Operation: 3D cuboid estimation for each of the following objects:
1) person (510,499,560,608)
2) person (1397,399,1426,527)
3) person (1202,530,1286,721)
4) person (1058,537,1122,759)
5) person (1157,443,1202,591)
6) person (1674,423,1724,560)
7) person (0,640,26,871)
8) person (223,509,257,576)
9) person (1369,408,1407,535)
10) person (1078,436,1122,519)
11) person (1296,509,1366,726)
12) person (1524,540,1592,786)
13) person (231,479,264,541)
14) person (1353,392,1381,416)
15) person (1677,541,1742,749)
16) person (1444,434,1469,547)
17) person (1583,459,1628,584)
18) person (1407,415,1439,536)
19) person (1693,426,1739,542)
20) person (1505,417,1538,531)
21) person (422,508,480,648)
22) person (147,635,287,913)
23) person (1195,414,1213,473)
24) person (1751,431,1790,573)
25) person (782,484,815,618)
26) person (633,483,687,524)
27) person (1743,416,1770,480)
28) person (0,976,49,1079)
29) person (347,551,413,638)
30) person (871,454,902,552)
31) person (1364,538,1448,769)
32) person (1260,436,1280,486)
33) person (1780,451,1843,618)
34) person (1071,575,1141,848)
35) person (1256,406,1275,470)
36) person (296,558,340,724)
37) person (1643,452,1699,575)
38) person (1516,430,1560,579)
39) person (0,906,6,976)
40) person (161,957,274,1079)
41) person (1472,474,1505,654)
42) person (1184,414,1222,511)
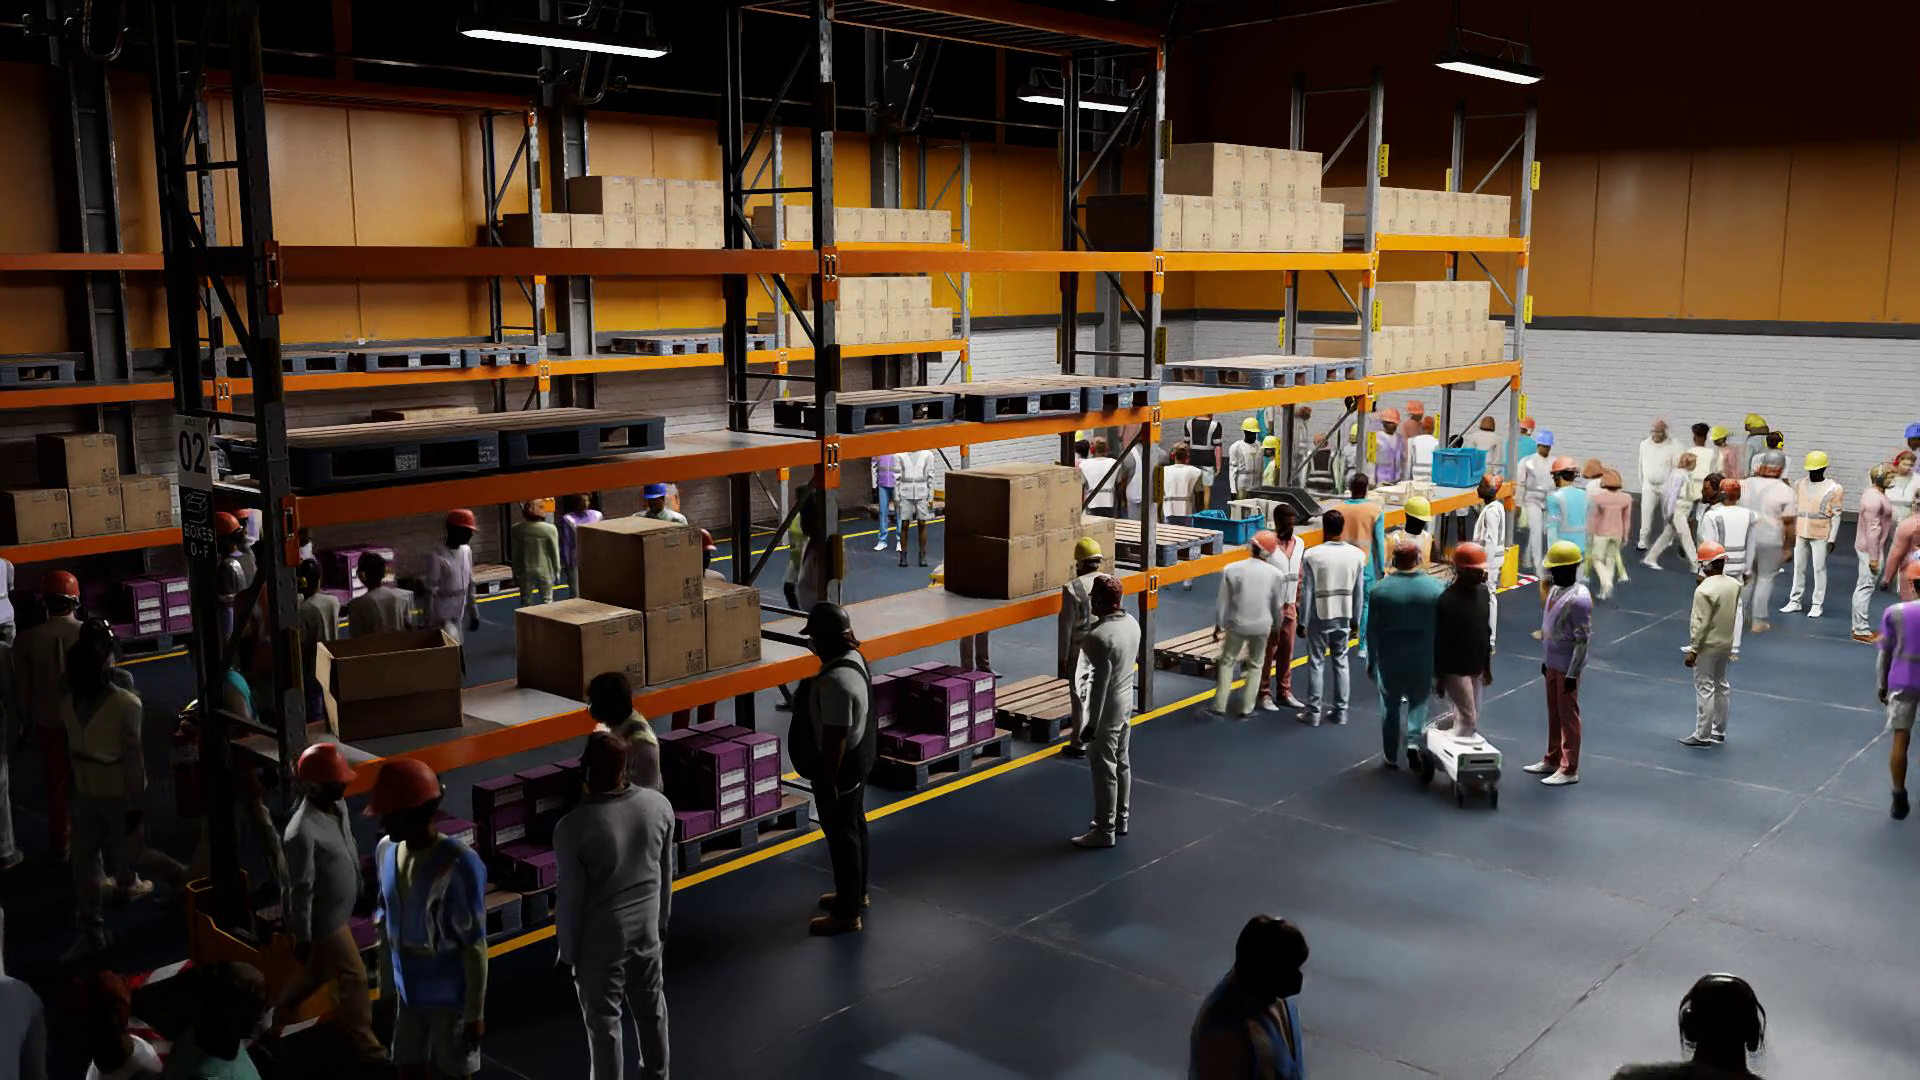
[{"bbox_3d":[-4.443,0.354,17.417,0.513,1.625,0.282,0,10,-2],"label":"person"},{"bbox_3d":[6.985,-1.185,25.561,0.610,1.973,0.452,-5,11,-28],"label":"person"},{"bbox_3d":[2.557,0.756,14.783,0.659,1.704,0.346,2,10,9],"label":"person"},{"bbox_3d":[1.052,0.885,13.660,0.596,1.824,0.403,-6,11,-32],"label":"person"},{"bbox_3d":[2.703,-0.280,20.560,0.560,1.838,0.394,2,10,10],"label":"person"},{"bbox_3d":[9.892,-0.608,22.301,0.603,1.910,0.950,4,10,24],"label":"person"},{"bbox_3d":[-6.573,1.285,11.086,0.584,1.883,0.337,-3,10,-17],"label":"person"},{"bbox_3d":[-6.492,0.595,15.089,0.392,1.929,0.556,-5,11,-27],"label":"person"},{"bbox_3d":[6.096,-0.891,23.814,0.618,2.016,0.974,-5,11,-27],"label":"person"},{"bbox_3d":[1.798,-0.403,21.323,0.595,1.835,0.392,-2,10,-11],"label":"person"},{"bbox_3d":[3.259,0.686,14.594,0.603,1.904,0.386,-3,10,-15],"label":"person"},{"bbox_3d":[4.687,0.949,12.966,0.370,1.924,0.586,0,10,-3],"label":"person"},{"bbox_3d":[-7.399,0.283,17.180,0.327,1.842,0.517,6,11,34],"label":"person"},{"bbox_3d":[6.893,-1.644,28.434,0.628,1.923,0.893,-3,10,-20],"label":"person"},{"bbox_3d":[6.278,0.873,13.959,0.563,1.742,0.339,-7,12,-35],"label":"person"},{"bbox_3d":[6.811,-0.610,22.951,0.533,1.697,0.319,3,10,17],"label":"person"},{"bbox_3d":[8.145,-0.227,21.010,0.515,1.590,0.712,-9,13,-42],"label":"person"},{"bbox_3d":[6.707,-0.861,23.909,0.615,1.880,0.446,6,11,30],"label":"person"},{"bbox_3d":[10.903,-0.783,23.903,0.829,1.707,0.540,-1,10,-3],"label":"person"},{"bbox_3d":[8.510,-0.989,25.083,0.409,1.738,0.569,-6,11,-31],"label":"person"},{"bbox_3d":[-4.491,0.666,14.729,0.540,1.897,0.591,3,10,16],"label":"person"},{"bbox_3d":[-4.682,1.442,10.417,0.935,1.784,0.591,-6,11,-33],"label":"person"},{"bbox_3d":[4.617,-2.056,31.409,0.334,1.761,0.528,9,13,42],"label":"person"},{"bbox_3d":[10.582,-0.496,21.760,0.309,1.868,0.535,-8,13,-41],"label":"person"},{"bbox_3d":[-1.696,0.243,17.877,0.560,1.678,0.540,7,12,35],"label":"person"},{"bbox_3d":[-2.981,0.353,16.454,0.614,1.946,0.390,1,10,6],"label":"person"},{"bbox_3d":[12.106,-1.010,25.251,0.488,1.737,0.334,-2,10,-11],"label":"person"},{"bbox_3d":[-3.427,2.192,5.721,0.907,1.876,0.645,-1,10,-3],"label":"person"},{"bbox_3d":[-4.480,1.002,12.855,0.759,1.847,0.577,9,13,42],"label":"person"},{"bbox_3d":[-0.970,-0.797,23.380,0.588,1.927,0.370,2,10,13],"label":"person"},{"bbox_3d":[3.548,0.923,13.232,0.673,1.882,0.500,2,10,10],"label":"person"},{"bbox_3d":[4.152,-0.513,22.198,0.338,1.759,0.523,2,10,13],"label":"person"},{"bbox_3d":[9.776,-0.074,19.086,0.374,1.920,0.585,-6,11,-34],"label":"person"},{"bbox_3d":[1.004,1.186,11.603,0.409,1.909,0.643,5,11,26],"label":"person"},{"bbox_3d":[5.434,-1.822,29.743,0.345,1.847,0.506,-2,10,-11],"label":"person"},{"bbox_3d":[-4.866,1.048,12.581,0.334,1.860,0.510,3,10,18],"label":"person"},{"bbox_3d":[9.418,-0.358,21.762,0.883,1.589,0.531,7,12,36],"label":"person"},{"bbox_3d":[7.548,-0.500,21.680,0.610,1.913,0.949,-1,10,-4],"label":"person"},{"bbox_3d":[-3.879,2.029,6.441,0.581,1.945,0.637,-1,10,-4],"label":"person"},{"bbox_3d":[-2.443,2.246,5.331,0.996,1.901,0.643,-5,11,-28],"label":"person"},{"bbox_3d":[5.476,0.243,17.298,0.350,1.884,0.583,3,10,18],"label":"person"},{"bbox_3d":[3.715,-1.191,25.435,0.612,2.033,0.411,5,11,27],"label":"person"}]
